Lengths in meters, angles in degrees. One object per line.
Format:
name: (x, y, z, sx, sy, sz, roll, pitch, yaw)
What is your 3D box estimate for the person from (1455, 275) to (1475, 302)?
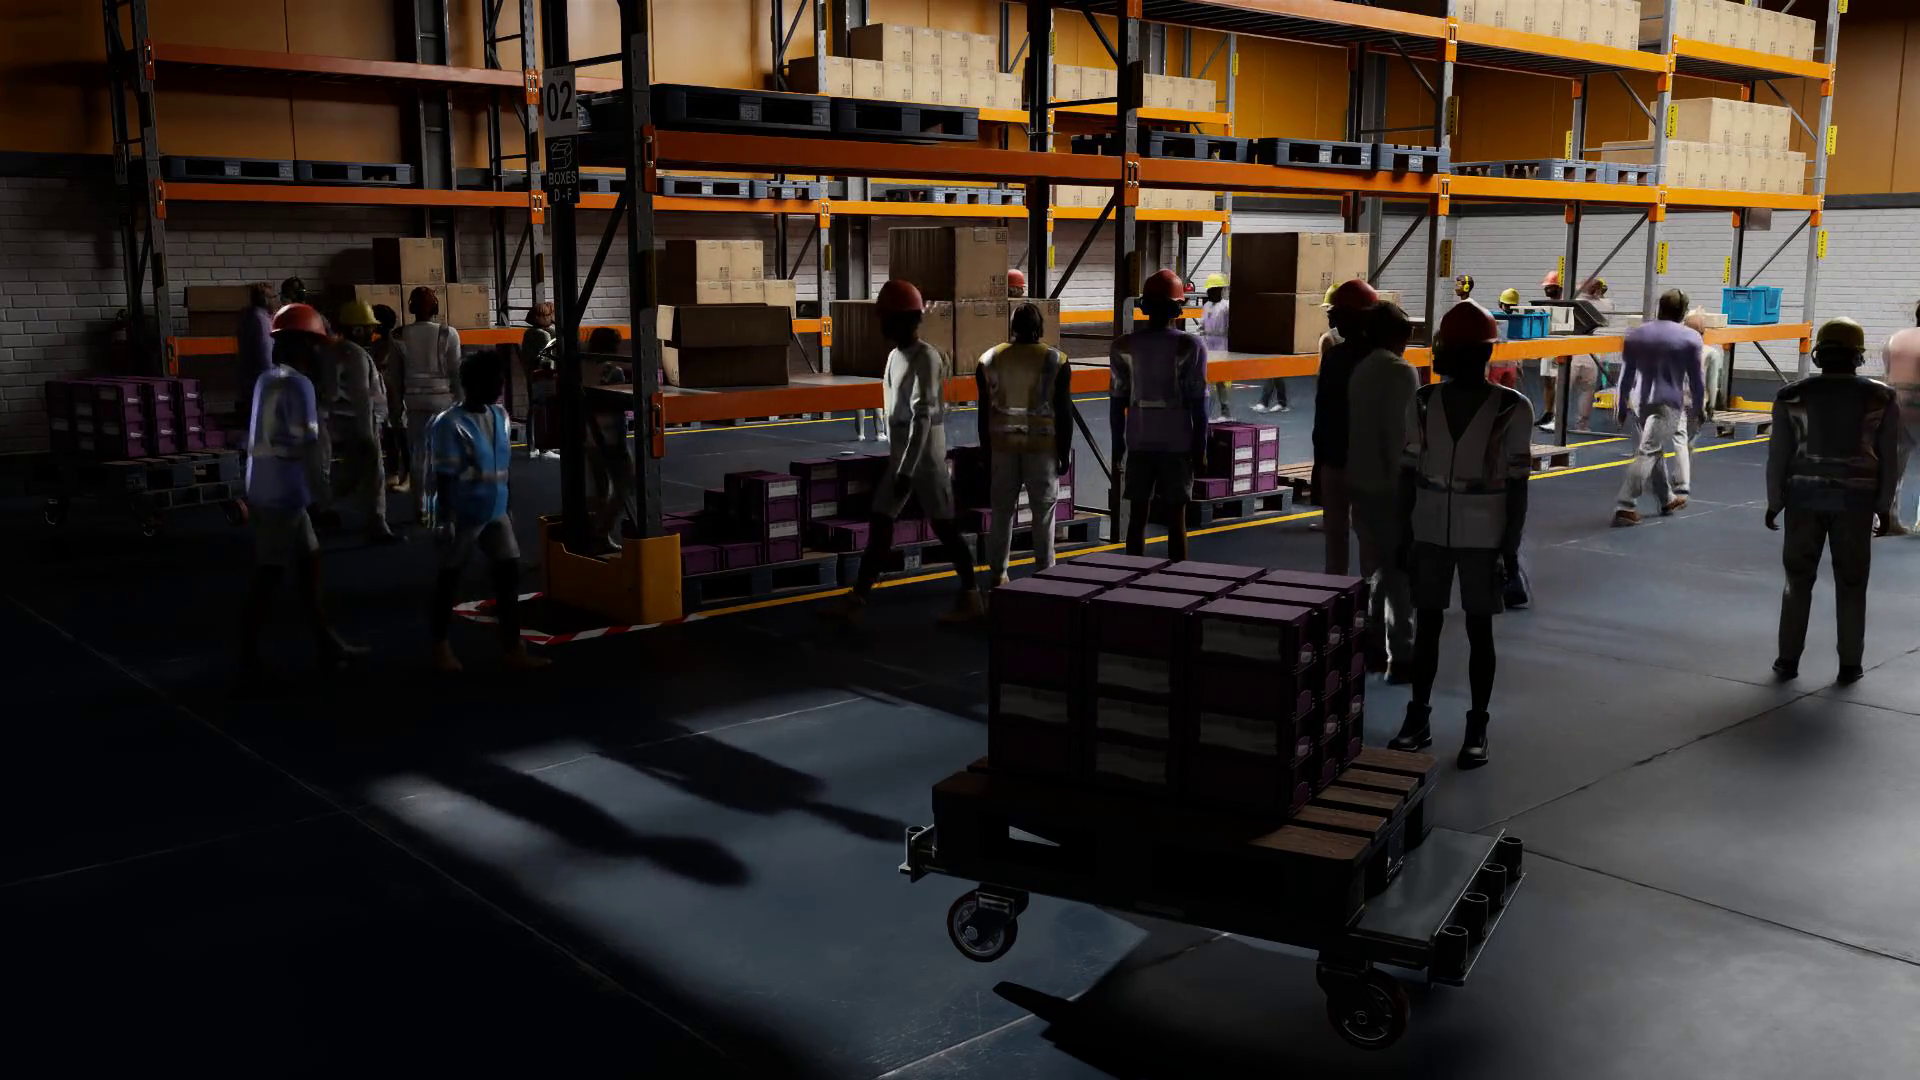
person: (6.714, -2.596, 22.232, 0.327, 1.874, 0.519, 0, 10, 0)

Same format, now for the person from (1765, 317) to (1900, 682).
person: (4.355, -0.198, 8.337, 0.586, 1.824, 0.403, 5, 11, 25)

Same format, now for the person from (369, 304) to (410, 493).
person: (-5.140, -1.275, 15.000, 0.538, 1.698, 0.319, 9, 13, 42)

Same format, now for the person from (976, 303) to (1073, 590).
person: (0.416, -0.578, 10.552, 0.621, 1.835, 0.430, 3, 10, 17)

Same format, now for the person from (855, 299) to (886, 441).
person: (-1.039, -1.945, 19.116, 0.500, 1.633, 0.282, 3, 10, 15)

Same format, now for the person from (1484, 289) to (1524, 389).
person: (6.136, -1.947, 18.766, 0.523, 1.760, 0.327, -4, 10, -20)

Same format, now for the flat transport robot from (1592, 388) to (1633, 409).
flat transport robot: (9.338, -1.991, 23.370, 0.652, 0.197, 1.431, 5, 11, 28)

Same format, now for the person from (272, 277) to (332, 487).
person: (-5.869, -1.365, 14.829, 0.627, 1.941, 0.371, 4, 11, 23)

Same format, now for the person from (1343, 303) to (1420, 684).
person: (2.169, -0.250, 8.474, 0.412, 1.887, 0.691, -1, 10, -4)

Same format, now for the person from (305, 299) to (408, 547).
person: (-4.427, -0.833, 12.073, 0.628, 1.816, 0.598, -7, 12, -34)

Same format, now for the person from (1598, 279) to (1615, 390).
person: (10.114, -3.256, 26.409, 0.535, 1.766, 0.318, -3, 10, -15)

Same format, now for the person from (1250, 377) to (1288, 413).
person: (4.173, -2.657, 22.538, 0.862, 1.889, 0.610, -5, 11, -27)

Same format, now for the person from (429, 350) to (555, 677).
person: (-2.371, -0.117, 8.326, 0.788, 1.646, 0.588, 6, 11, 30)

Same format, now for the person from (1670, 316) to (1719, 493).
person: (6.579, -1.231, 15.094, 0.508, 1.583, 0.907, 1, 10, 8)

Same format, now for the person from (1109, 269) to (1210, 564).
person: (1.190, -0.577, 9.908, 0.605, 2.045, 0.378, 4, 10, 22)

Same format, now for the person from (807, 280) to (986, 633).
person: (-0.310, -0.452, 9.334, 1.071, 1.983, 0.631, -5, 11, -26)

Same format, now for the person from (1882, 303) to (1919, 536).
person: (7.302, -0.921, 12.607, 0.651, 1.817, 0.622, -4, 11, -23)

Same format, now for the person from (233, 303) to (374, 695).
person: (-3.290, -0.206, 8.204, 0.733, 1.893, 0.615, -6, 12, -33)

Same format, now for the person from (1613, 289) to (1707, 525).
person: (5.573, -1.055, 13.257, 1.099, 1.875, 0.626, -7, 12, -34)

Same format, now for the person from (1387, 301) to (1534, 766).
person: (2.085, -0.021, 6.962, 0.542, 1.939, 0.363, 6, 11, 32)

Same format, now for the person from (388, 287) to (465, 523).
person: (-4.231, -1.070, 13.266, 0.573, 1.883, 0.355, -1, 10, -5)

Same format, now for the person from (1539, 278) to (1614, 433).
person: (7.434, -2.203, 19.967, 0.753, 1.865, 0.473, 1, 10, 6)

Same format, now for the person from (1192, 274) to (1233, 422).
person: (3.130, -2.387, 20.936, 0.839, 1.893, 0.594, -4, 10, -20)

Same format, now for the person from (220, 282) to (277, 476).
person: (-6.706, -1.501, 15.780, 0.661, 1.887, 0.658, -7, 12, -36)

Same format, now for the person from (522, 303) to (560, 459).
person: (-4.408, -1.664, 17.469, 0.268, 1.632, 0.507, -9, 13, -42)

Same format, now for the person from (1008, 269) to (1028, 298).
person: (0.512, -1.770, 17.040, 0.402, 1.990, 0.622, -3, 10, -18)

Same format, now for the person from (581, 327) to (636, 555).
person: (-2.488, -0.695, 11.801, 0.368, 1.621, 0.548, -8, 13, -41)

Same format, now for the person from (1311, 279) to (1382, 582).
person: (2.190, -0.451, 9.313, 0.381, 1.994, 0.615, -6, 11, -31)

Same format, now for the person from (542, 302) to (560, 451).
person: (-4.502, -1.787, 18.225, 0.496, 1.627, 0.277, 9, 13, 42)

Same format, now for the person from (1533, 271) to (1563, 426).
person: (7.317, -2.348, 20.615, 0.388, 1.933, 0.559, -2, 10, -9)

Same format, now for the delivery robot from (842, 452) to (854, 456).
delivery robot: (-0.895, -0.466, 13.340, 0.707, 0.478, 0.477, -8, 12, -37)

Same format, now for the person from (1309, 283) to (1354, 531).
person: (2.945, -1.017, 12.863, 0.588, 1.919, 0.403, -7, 12, -36)

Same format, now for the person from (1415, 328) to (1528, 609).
person: (3.012, -0.421, 9.972, 0.915, 1.706, 0.524, 1, 10, 8)

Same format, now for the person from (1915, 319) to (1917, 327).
person: (13.256, -2.534, 22.636, 0.523, 1.613, 0.656, 9, 13, 42)
